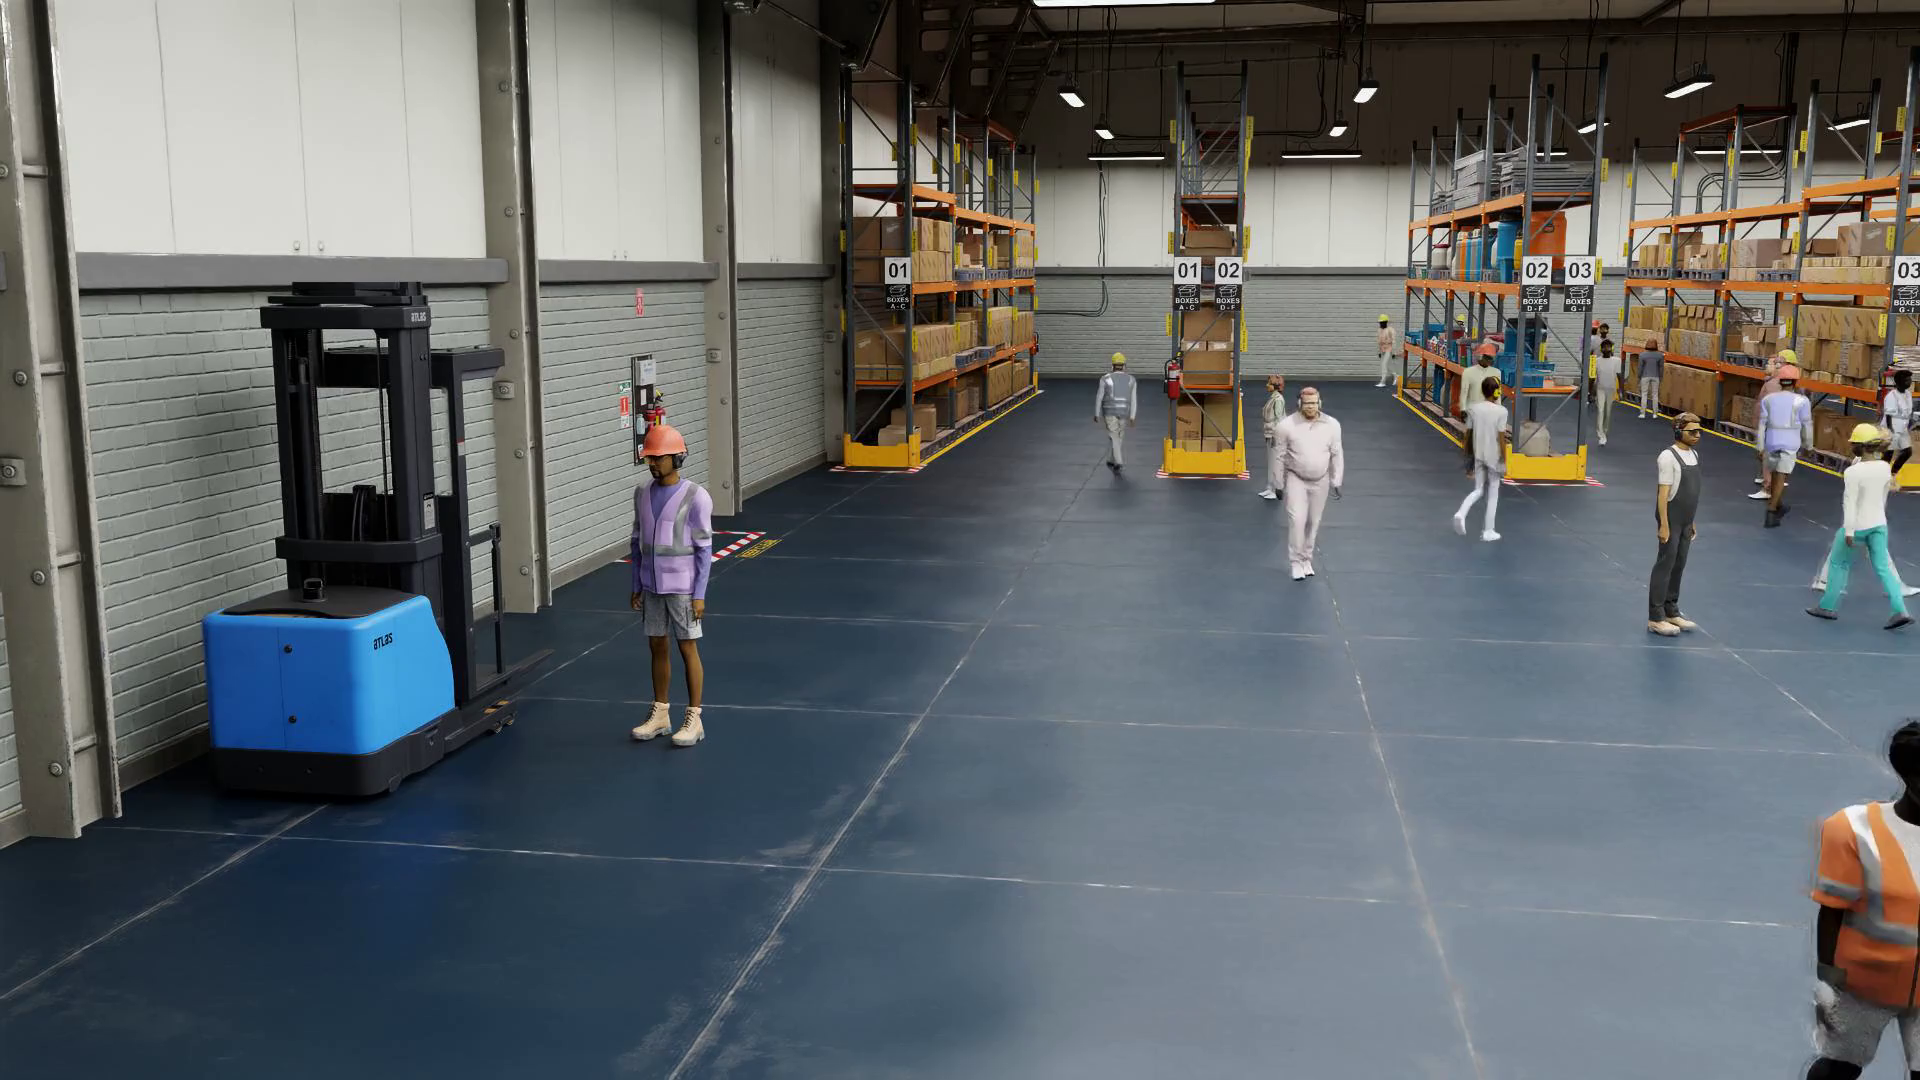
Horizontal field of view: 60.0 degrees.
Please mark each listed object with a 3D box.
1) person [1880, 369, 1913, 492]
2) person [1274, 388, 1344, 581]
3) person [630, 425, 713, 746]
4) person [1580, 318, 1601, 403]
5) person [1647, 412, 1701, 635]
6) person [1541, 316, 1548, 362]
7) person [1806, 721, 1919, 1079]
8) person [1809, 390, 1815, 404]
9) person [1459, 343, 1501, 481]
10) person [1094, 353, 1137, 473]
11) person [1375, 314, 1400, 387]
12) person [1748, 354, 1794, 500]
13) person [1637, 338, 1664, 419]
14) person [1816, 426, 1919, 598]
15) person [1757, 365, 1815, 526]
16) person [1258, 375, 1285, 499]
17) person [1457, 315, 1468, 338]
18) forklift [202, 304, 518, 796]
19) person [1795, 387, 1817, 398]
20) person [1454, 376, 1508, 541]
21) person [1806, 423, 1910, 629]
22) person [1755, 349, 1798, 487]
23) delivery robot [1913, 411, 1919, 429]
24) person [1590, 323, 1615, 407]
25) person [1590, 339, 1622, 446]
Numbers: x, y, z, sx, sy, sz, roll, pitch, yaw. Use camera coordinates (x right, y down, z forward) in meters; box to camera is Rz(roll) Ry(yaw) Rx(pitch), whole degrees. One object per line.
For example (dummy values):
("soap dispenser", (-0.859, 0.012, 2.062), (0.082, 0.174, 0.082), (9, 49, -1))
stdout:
("person", (12.759, -1.495, 22.673), (0.552, 1.678, 0.354), (-5, 10, -28))
("person", (3.423, -0.538, 16.228), (0.641, 1.869, 0.873), (0, 9, -3))
("person", (-1.857, 0.286, 10.594), (0.608, 2.044, 0.370), (5, 10, 28))
("person", (14.489, -4.119, 38.139), (0.566, 1.924, 0.605), (1, 9, 5))
("person", (5.977, -0.145, 13.861), (0.516, 1.844, 0.329), (-8, 12, -40))
("person", (14.249, -4.579, 41.094), (0.840, 1.891, 0.596), (-1, 9, -7))
("person", (2.913, 1.342, 5.221), (0.535, 1.670, 0.780), (2, 9, 12))
("person", (18.138, -3.719, 35.891), (0.646, 1.850, 1.019), (-1, 9, -8))
("person", (7.498, -1.845, 23.981), (0.661, 1.960, 0.687), (0, 9, 0))
("person", (2.343, -1.914, 24.945), (0.584, 1.793, 0.923), (-3, 10, -18))
("person", (11.141, -4.927, 43.213), (0.764, 1.902, 0.599), (-4, 10, -23))
("person", (10.720, -1.496, 21.985), (0.410, 1.912, 0.651), (9, 13, 44))
("person", (14.065, -3.289, 33.896), (0.499, 1.634, 0.279), (2, 10, 14))
("person", (8.388, -0.254, 15.296), (0.875, 1.582, 0.534), (4, 10, 25))
("person", (9.865, -1.137, 19.850), (0.989, 1.882, 0.563), (-8, 12, -42))
("person", (4.157, -1.368, 22.021), (0.307, 1.645, 0.514), (0, 9, -1))
("person", (13.351, -5.096, 44.435), (0.600, 1.830, 0.404), (4, 10, 24))
("forklift", (-3.673, -0.038, 10.147), (1.129, 2.768, 1.873), (1, 9, 9))
("person", (16.055, -3.057, 31.693), (0.549, 1.883, 0.985), (0, 9, 3))
("person", (5.832, -0.901, 18.510), (0.649, 1.854, 0.517), (-8, 12, -39))
("person", (7.719, -0.128, 14.127), (0.526, 1.725, 0.893), (-3, 10, -17))
("person", (11.478, -1.709, 23.307), (0.393, 1.915, 0.585), (-1, 9, -6))
("delivery robot", (17.783, -2.233, 30.552), (0.477, 0.478, 0.707), (2, 9, 14))
("person", (14.187, -3.873, 36.816), (0.555, 1.857, 0.402), (3, 10, 20))
("person", (11.245, -2.588, 28.972), (0.514, 1.835, 0.942), (2, 9, 11))
